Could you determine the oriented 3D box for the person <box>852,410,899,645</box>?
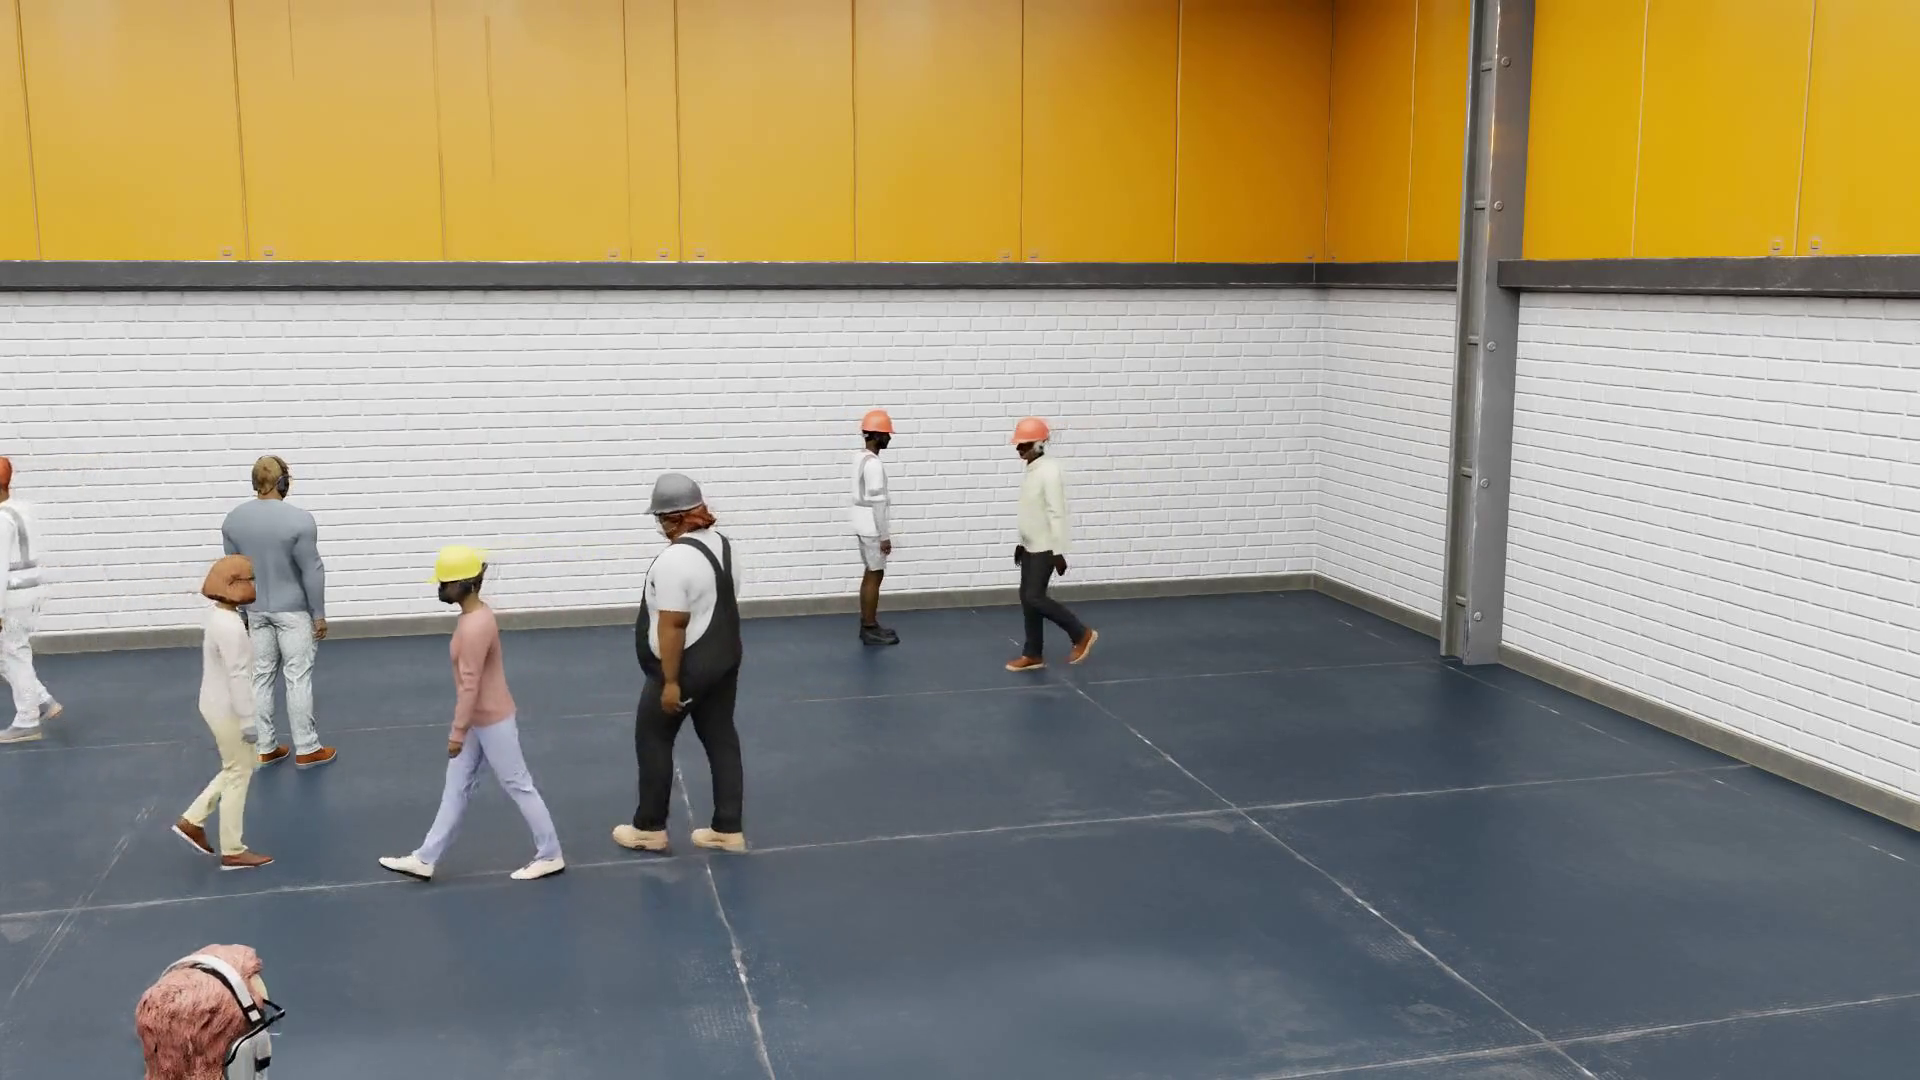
[{"bbox_3d":[-0.686,-0.097,13.590,0.387,1.928,0.551,-2,9,-14],"label":"person"}]

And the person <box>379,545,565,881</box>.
[{"bbox_3d":[-2.402,0.872,8.169,0.899,1.716,0.533,-3,10,-19],"label":"person"}]

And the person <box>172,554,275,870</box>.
[{"bbox_3d":[-3.739,0.878,8.444,0.402,1.621,0.500,-5,10,-28],"label":"person"}]

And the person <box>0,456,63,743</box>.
[{"bbox_3d":[-6.132,0.394,10.691,0.414,1.867,0.607,-4,10,-21],"label":"person"}]

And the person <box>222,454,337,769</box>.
[{"bbox_3d":[-4.160,0.443,10.177,0.632,1.940,0.372,2,9,11],"label":"person"}]

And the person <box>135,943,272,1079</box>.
[{"bbox_3d":[-1.289,1.638,2.901,0.654,1.879,0.834,2,9,13],"label":"person"}]

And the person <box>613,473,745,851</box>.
[{"bbox_3d":[-1.496,0.626,8.717,0.813,2.000,0.715,4,10,25],"label":"person"}]

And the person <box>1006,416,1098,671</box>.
[{"bbox_3d":[0.654,0.037,12.609,0.604,1.970,0.647,-2,9,-14],"label":"person"}]
